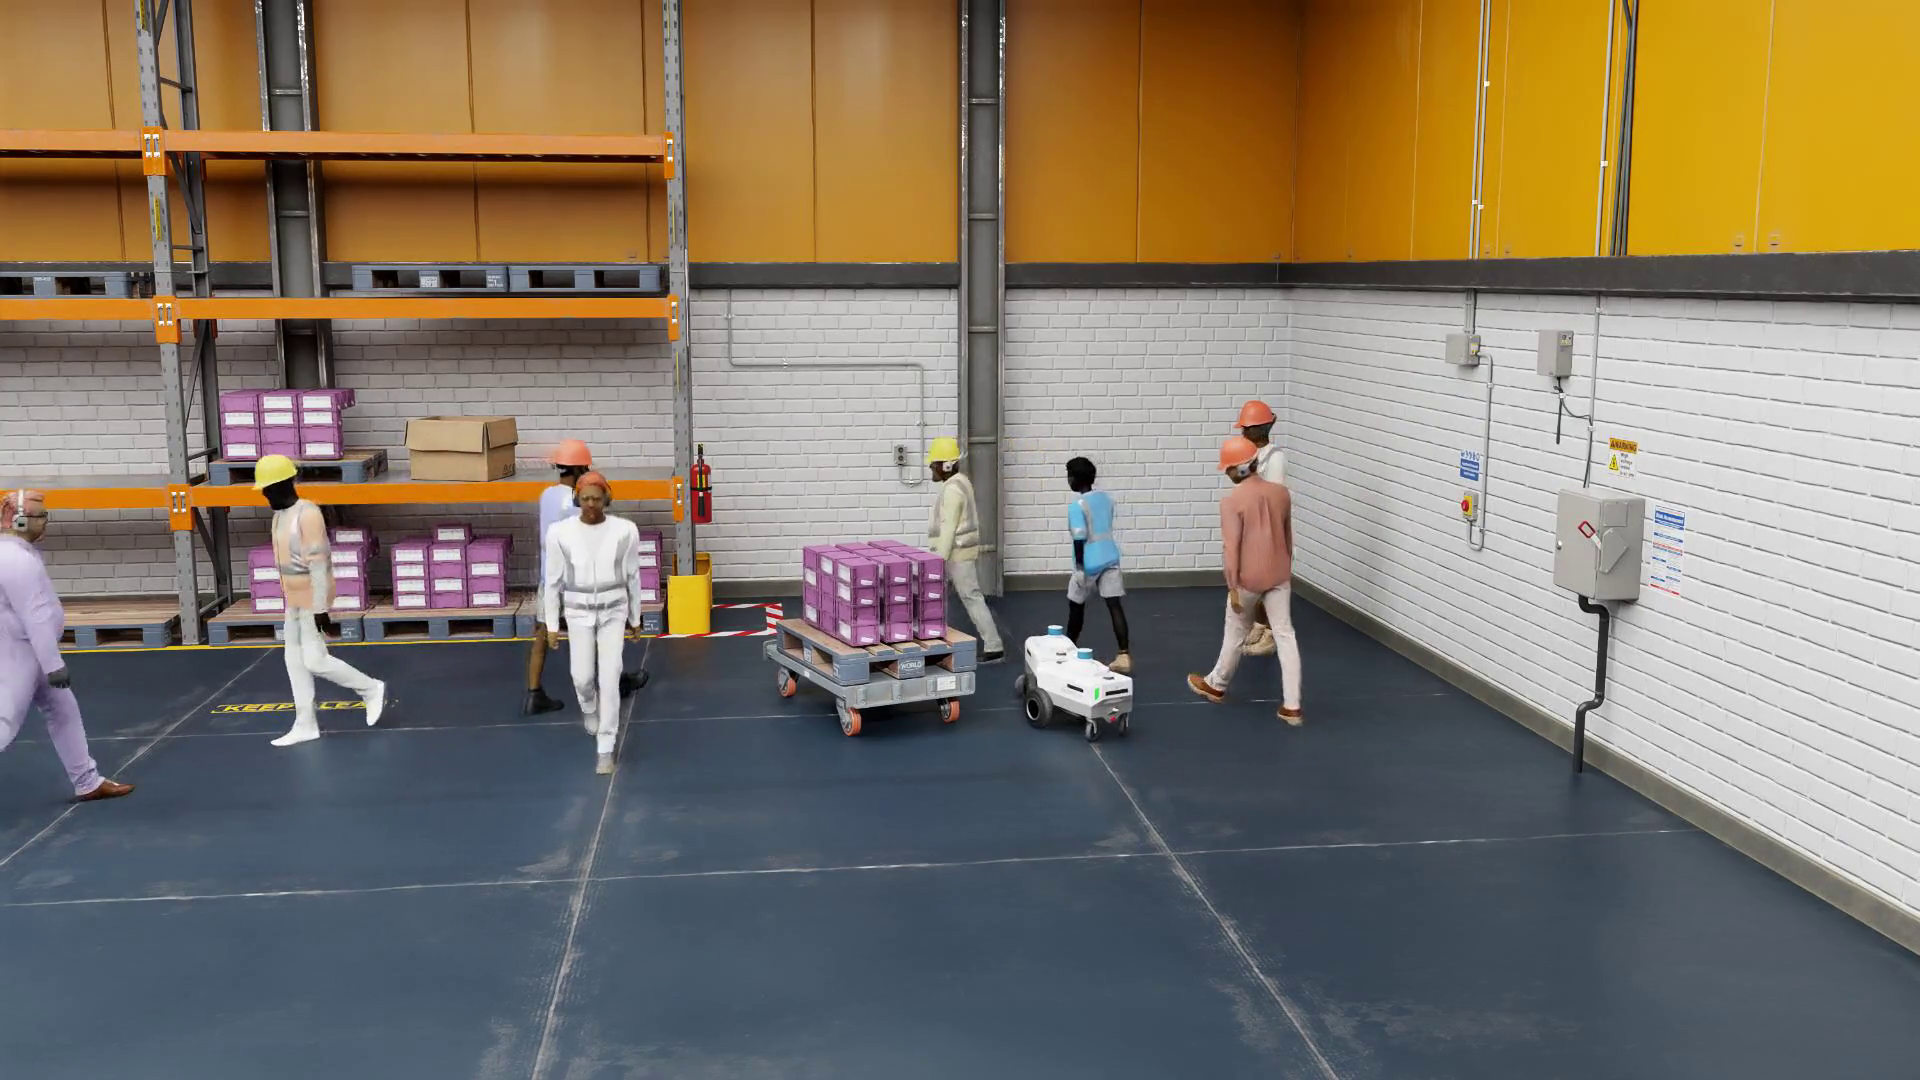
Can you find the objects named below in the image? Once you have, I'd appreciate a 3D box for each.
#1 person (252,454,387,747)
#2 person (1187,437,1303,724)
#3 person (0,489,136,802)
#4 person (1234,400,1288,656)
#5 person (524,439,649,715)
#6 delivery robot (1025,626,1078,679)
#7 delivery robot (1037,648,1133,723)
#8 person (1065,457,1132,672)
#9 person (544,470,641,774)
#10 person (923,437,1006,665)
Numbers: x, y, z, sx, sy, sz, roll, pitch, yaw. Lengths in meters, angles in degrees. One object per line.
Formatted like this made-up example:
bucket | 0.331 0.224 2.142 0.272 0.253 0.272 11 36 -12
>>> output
person | -4.156 0.375 10.750 0.694 1.889 0.652 -8 12 -43
person | 2.024 0.250 11.403 0.738 1.920 1.005 -4 10 -25
person | -5.235 0.642 9.213 1.013 1.855 0.627 -5 10 -30
person | 2.366 -0.096 13.272 0.410 2.032 0.609 -2 9 -15
person | -2.665 0.240 11.585 0.569 1.883 0.981 8 12 41
delivery robot | 0.667 0.845 11.680 0.477 0.478 0.707 -1 9 -6
delivery robot | 0.822 0.959 10.966 0.477 0.478 0.707 -6 11 -32
person | 0.998 0.182 12.708 0.531 1.637 0.876 -8 12 -40
person | -2.278 0.460 10.359 0.586 1.852 0.859 -2 9 -12
person | -0.083 0.095 12.873 0.957 1.776 0.593 0 9 2
